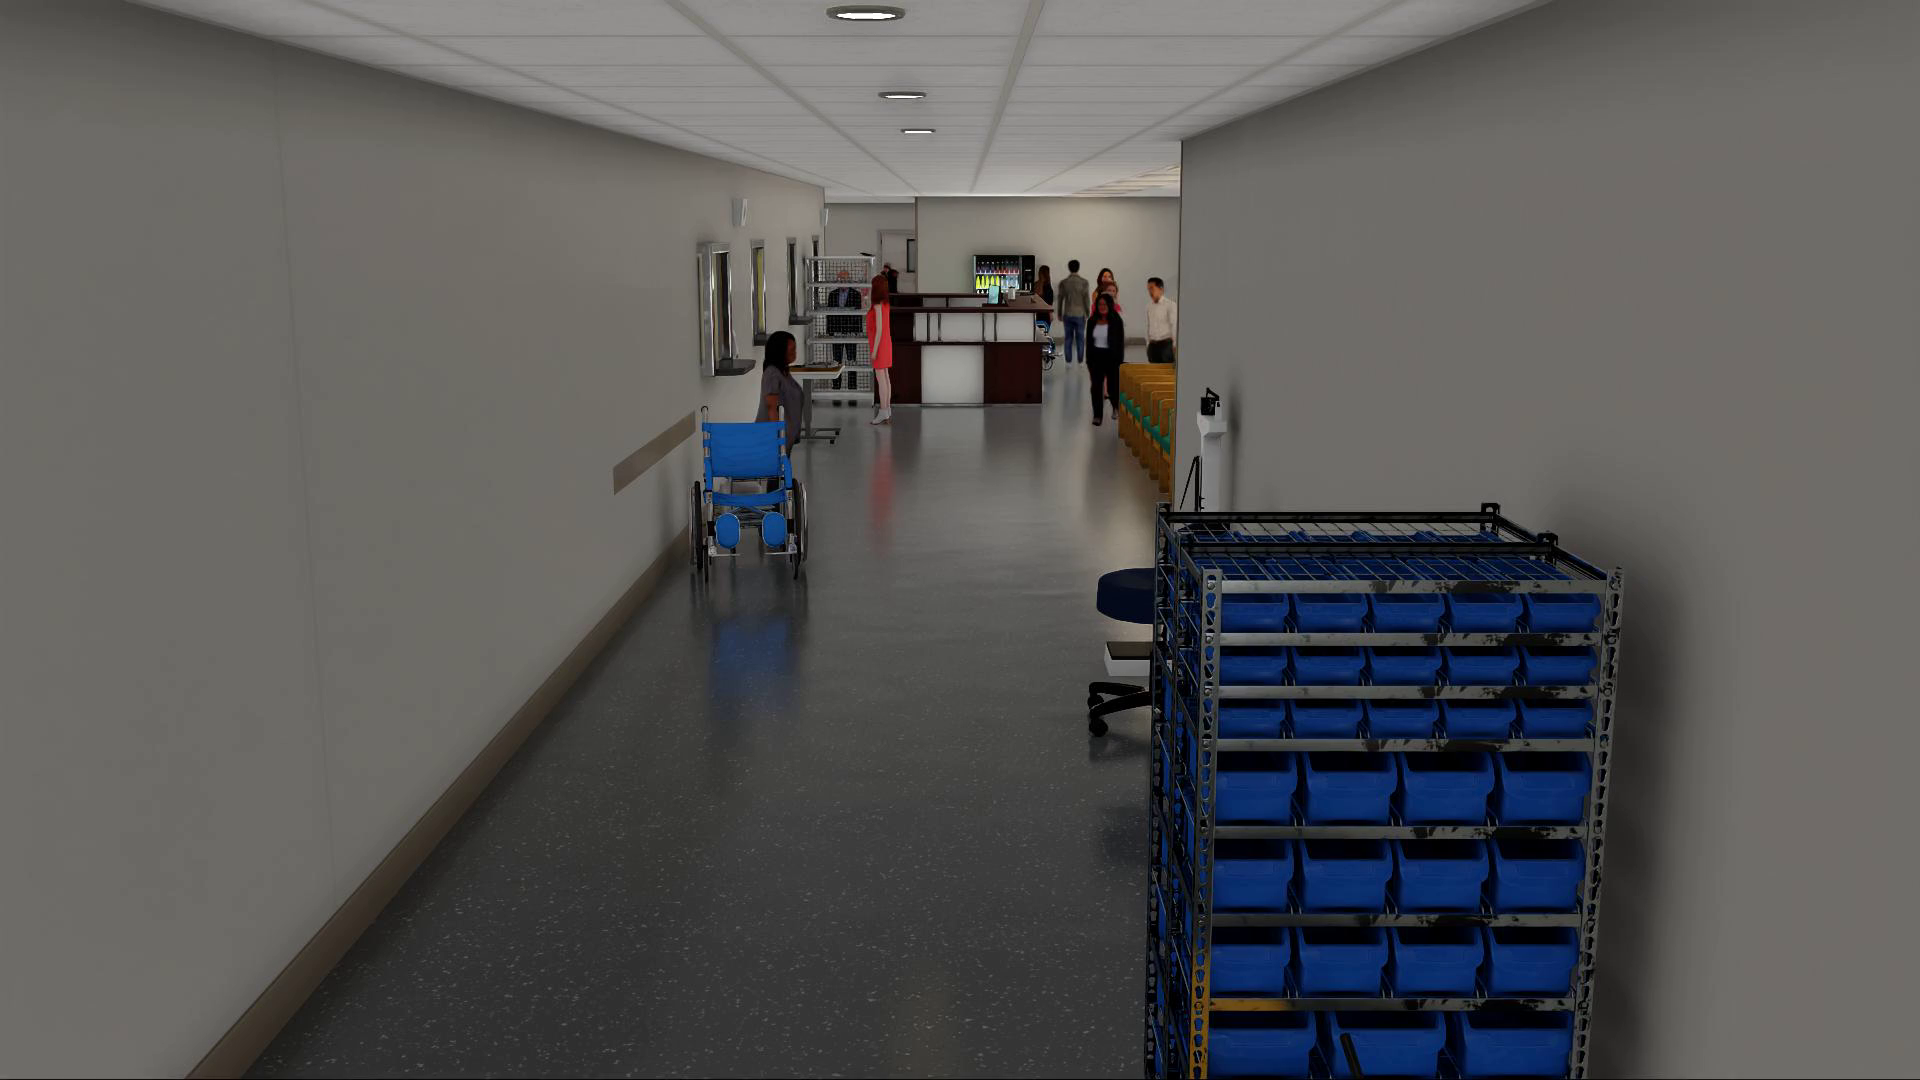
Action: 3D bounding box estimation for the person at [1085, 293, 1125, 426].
[{"bbox_3d":[1.799,-2.202,20.395,1.095,1.588,0.898,3,11,15],"label":"person"}]

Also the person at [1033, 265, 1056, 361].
[{"bbox_3d":[1.495,-4.149,30.339,0.714,1.707,0.684,-8,13,-36],"label":"person"}]

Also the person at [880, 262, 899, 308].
[{"bbox_3d":[-1.522,-5.282,36.562,1.001,1.612,0.952,6,12,30],"label":"person"}]

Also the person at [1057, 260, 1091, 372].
[{"bbox_3d":[1.865,-3.675,27.545,1.153,1.816,0.904,2,11,10],"label":"person"}]

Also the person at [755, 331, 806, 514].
[{"bbox_3d":[-1.485,-0.879,13.382,0.649,1.604,0.637,-1,11,-3],"label":"person"}]

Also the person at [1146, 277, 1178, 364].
[{"bbox_3d":[2.603,-2.386,20.918,1.153,1.756,1.200,9,14,39],"label":"person"}]

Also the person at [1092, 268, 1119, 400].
[{"bbox_3d":[2.019,-2.885,23.335,0.609,1.834,0.725,-5,12,-26],"label":"person"}]

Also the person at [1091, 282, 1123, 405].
[{"bbox_3d":[1.891,-2.472,21.550,0.995,1.688,0.932,7,13,32],"label":"person"}]

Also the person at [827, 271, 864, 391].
[{"bbox_3d":[-1.664,-2.984,23.956,0.559,1.797,0.772,1,11,8],"label":"person"}]

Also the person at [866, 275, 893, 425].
[{"bbox_3d":[-0.976,-2.357,20.572,0.569,1.828,0.634,2,11,11],"label":"person"}]
